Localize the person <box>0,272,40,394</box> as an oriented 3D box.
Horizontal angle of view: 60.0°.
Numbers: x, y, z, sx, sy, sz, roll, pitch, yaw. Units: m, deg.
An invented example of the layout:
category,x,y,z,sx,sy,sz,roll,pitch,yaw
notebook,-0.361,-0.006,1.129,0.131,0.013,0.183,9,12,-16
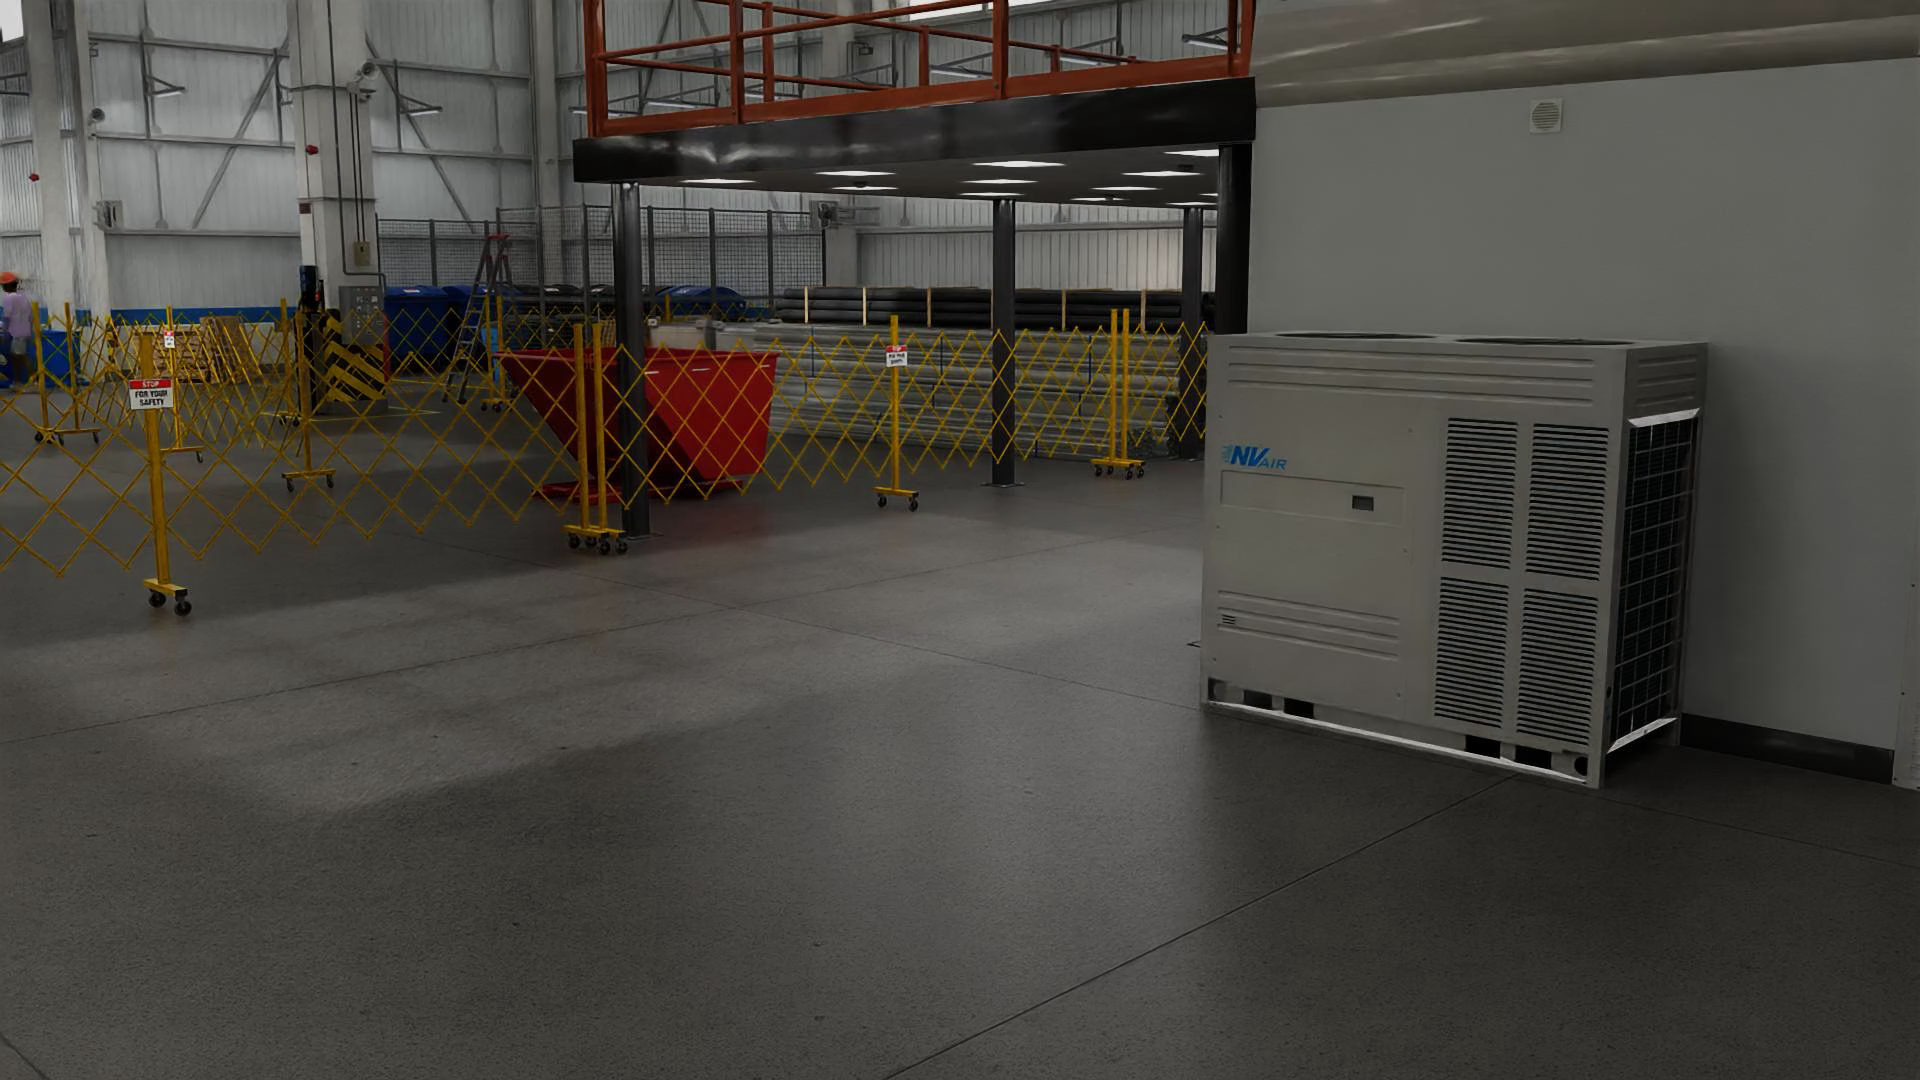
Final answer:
category,x,y,z,sx,sy,sz,roll,pitch,yaw
person,-15.647,-3.397,27.463,0.821,2.009,0.613,-1,9,-7
